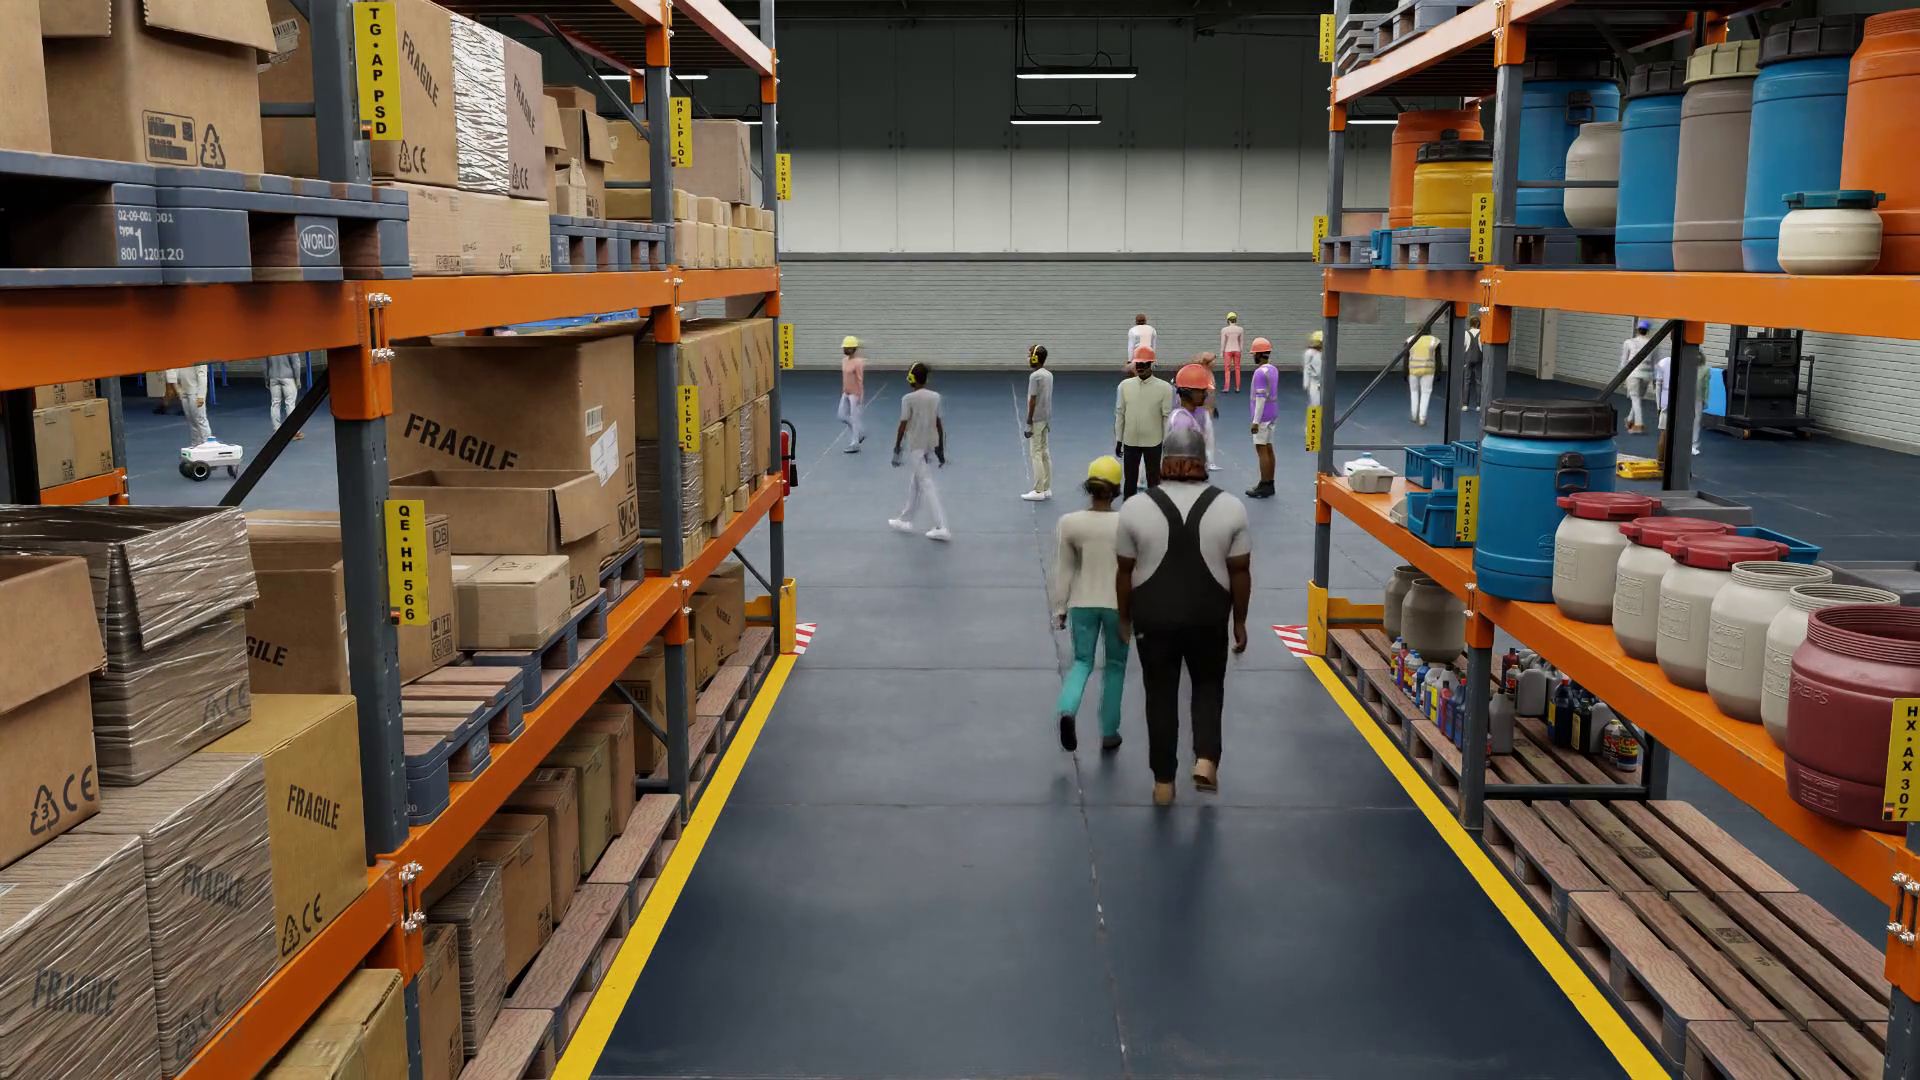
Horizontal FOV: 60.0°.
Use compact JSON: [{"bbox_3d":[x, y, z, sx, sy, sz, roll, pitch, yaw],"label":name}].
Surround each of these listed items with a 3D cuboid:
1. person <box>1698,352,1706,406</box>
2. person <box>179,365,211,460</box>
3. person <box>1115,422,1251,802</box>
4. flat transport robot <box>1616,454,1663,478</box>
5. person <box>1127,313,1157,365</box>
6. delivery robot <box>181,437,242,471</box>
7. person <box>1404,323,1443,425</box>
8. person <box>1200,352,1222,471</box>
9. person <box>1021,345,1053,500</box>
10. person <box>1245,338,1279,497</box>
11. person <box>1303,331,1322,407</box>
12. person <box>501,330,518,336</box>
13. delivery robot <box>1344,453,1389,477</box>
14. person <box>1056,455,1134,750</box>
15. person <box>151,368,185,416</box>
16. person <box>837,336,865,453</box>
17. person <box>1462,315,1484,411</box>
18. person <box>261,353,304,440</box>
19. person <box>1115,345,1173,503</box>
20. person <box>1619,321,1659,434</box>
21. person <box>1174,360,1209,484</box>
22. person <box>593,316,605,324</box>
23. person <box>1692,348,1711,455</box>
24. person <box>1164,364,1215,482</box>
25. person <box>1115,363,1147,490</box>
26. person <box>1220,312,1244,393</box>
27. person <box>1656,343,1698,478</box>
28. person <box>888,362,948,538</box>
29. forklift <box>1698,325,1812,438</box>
[{"bbox_3d":[12.020,-2.547,27.338,0.551,1.694,0.401,-2,10,-9],"label":"person"},{"bbox_3d":[-10.990,-2.083,23.838,0.630,1.935,0.366,9,13,43],"label":"person"},{"bbox_3d":[1.170,0.392,8.826,0.709,2.000,0.538,1,10,5],"label":"person"},{"bbox_3d":[8.933,-1.035,22.662,0.652,0.197,1.431,-3,10,-18],"label":"flat transport robot"},{"bbox_3d":[3.627,-3.629,33.390,0.624,1.841,0.430,-4,10,-23],"label":"person"},{"bbox_3d":[-9.945,-1.133,22.121,0.707,0.478,0.477,-8,12,-39],"label":"delivery robot"},{"bbox_3d":[8.231,-2.972,29.514,0.650,1.814,0.768,4,10,23],"label":"person"},{"bbox_3d":[3.447,-1.754,22.760,0.562,1.621,0.546,5,11,25],"label":"person"},{"bbox_3d":[0.944,-1.425,20.132,0.326,1.865,0.517,5,11,29],"label":"person"},{"bbox_3d":[3.688,-1.504,20.369,0.374,1.934,0.549,6,11,30],"label":"person"},{"bbox_3d":[5.899,-2.544,27.195,0.507,1.723,0.592,-7,12,-35],"label":"person"},{"bbox_3d":[-6.058,-1.822,22.231,0.602,1.958,0.996,3,10,15],"label":"person"},{"bbox_3d":[4.942,-0.815,20.218,0.477,0.478,0.707,-1,10,-7],"label":"delivery robot"},{"bbox_3d":[0.798,0.389,9.596,0.529,1.751,0.598,4,10,21],"label":"person"},{"bbox_3d":[-14.815,-3.276,31.140,0.906,1.894,0.560,1,10,7],"label":"person"},{"bbox_3d":[-1.639,-2.190,24.995,0.372,1.752,0.550,-7,12,-35],"label":"person"},{"bbox_3d":[9.891,-3.403,32.029,0.505,1.842,0.349,3,10,18],"label":"person"},{"bbox_3d":[-10.932,-2.583,26.825,0.631,1.939,0.372,0,9,2],"label":"person"},{"bbox_3d":[1.908,-1.036,17.383,0.608,1.996,0.379,4,10,22],"label":"person"},{"bbox_3d":[11.400,-2.746,27.996,0.619,1.854,1.086,-1,10,-6],"label":"person"},{"bbox_3d":[2.449,-1.072,18.157,0.808,1.814,0.567,4,10,24],"label":"person"},{"bbox_3d":[-6.674,-3.252,31.099,0.805,1.848,0.554,5,11,26],"label":"person"},{"bbox_3d":[10.993,-2.114,25.038,0.514,1.597,0.833,2,10,11],"label":"person"},{"bbox_3d":[1.834,-0.392,13.390,0.392,2.041,0.615,1,10,6],"label":"person"},{"bbox_3d":[2.269,-1.447,21.048,0.621,1.583,0.782,0,9,2],"label":"person"},{"bbox_3d":[5.964,-4.115,36.543,0.524,1.760,0.326,-2,10,-11],"label":"person"},{"bbox_3d":[9.531,-1.796,22.114,0.359,1.938,0.547,-8,13,-41],"label":"person"},{"bbox_3d":[-0.438,-0.949,17.398,0.542,1.819,0.973,-9,13,-44],"label":"person"},{"bbox_3d":[13.248,-3.165,27.620,1.129,2.768,1.873,0,9,1],"label":"forklift"}]
